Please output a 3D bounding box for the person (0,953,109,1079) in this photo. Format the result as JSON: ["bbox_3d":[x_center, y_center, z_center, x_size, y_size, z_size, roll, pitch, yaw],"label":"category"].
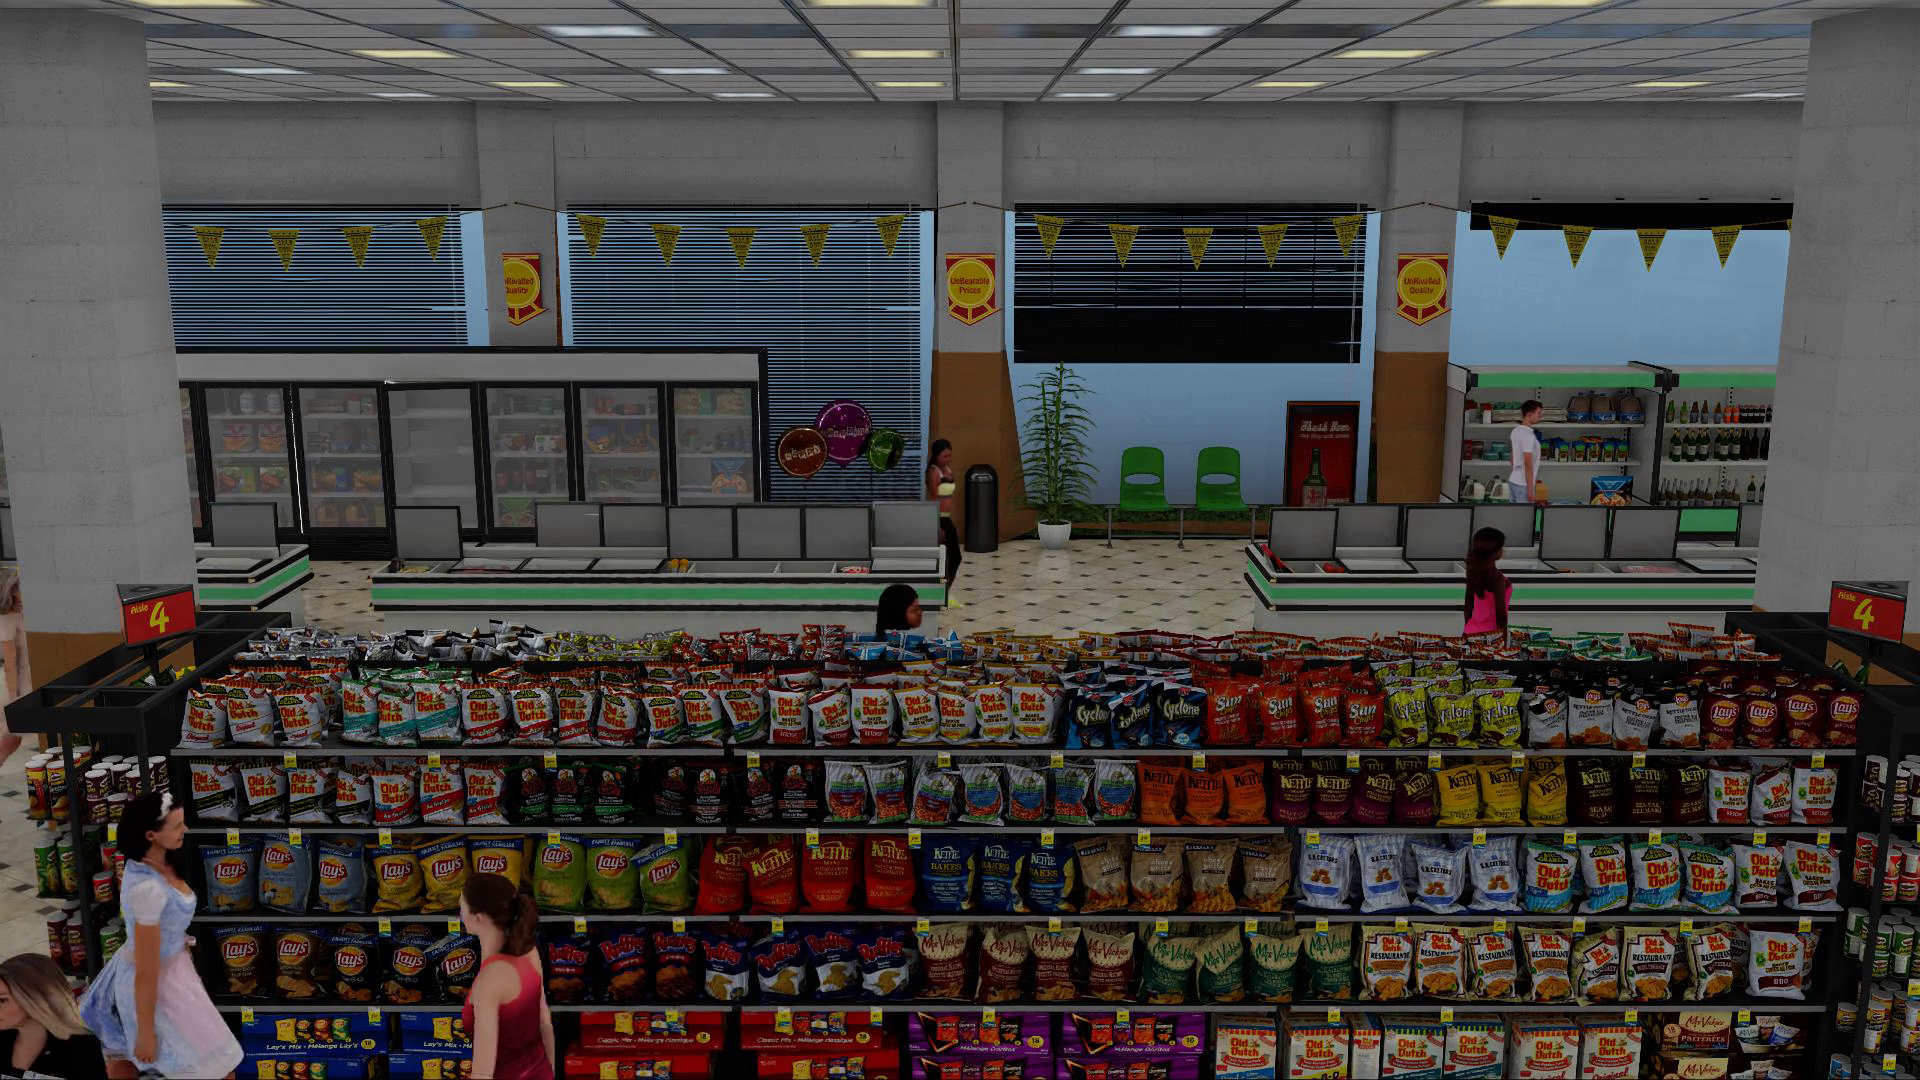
[{"bbox_3d":[-2.909,2.113,5.477,0.742,1.678,0.837,2,12,9],"label":"person"}]

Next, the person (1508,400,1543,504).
[{"bbox_3d":[6.030,-0.585,17.858,0.523,1.856,0.641,0,12,-1],"label":"person"}]

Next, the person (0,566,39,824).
[{"bbox_3d":[-6.024,1.034,10.576,1.214,1.688,0.847,-3,12,-16],"label":"person"}]

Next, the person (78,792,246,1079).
[{"bbox_3d":[-3.200,1.876,6.430,1.306,1.749,1.089,-7,14,-32],"label":"person"}]

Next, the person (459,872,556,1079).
[{"bbox_3d":[-1.496,2.005,5.843,0.779,1.738,0.668,2,12,9],"label":"person"}]

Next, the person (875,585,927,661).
[{"bbox_3d":[-0.472,1.158,9.682,1.004,1.813,0.732,1,12,7],"label":"person"}]

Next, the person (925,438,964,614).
[{"bbox_3d":[-0.293,-0.125,15.985,0.741,1.727,0.705,6,13,27],"label":"person"}]

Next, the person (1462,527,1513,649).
[{"bbox_3d":[3.717,0.748,11.842,0.655,1.726,0.629,-4,13,-20],"label":"person"}]
